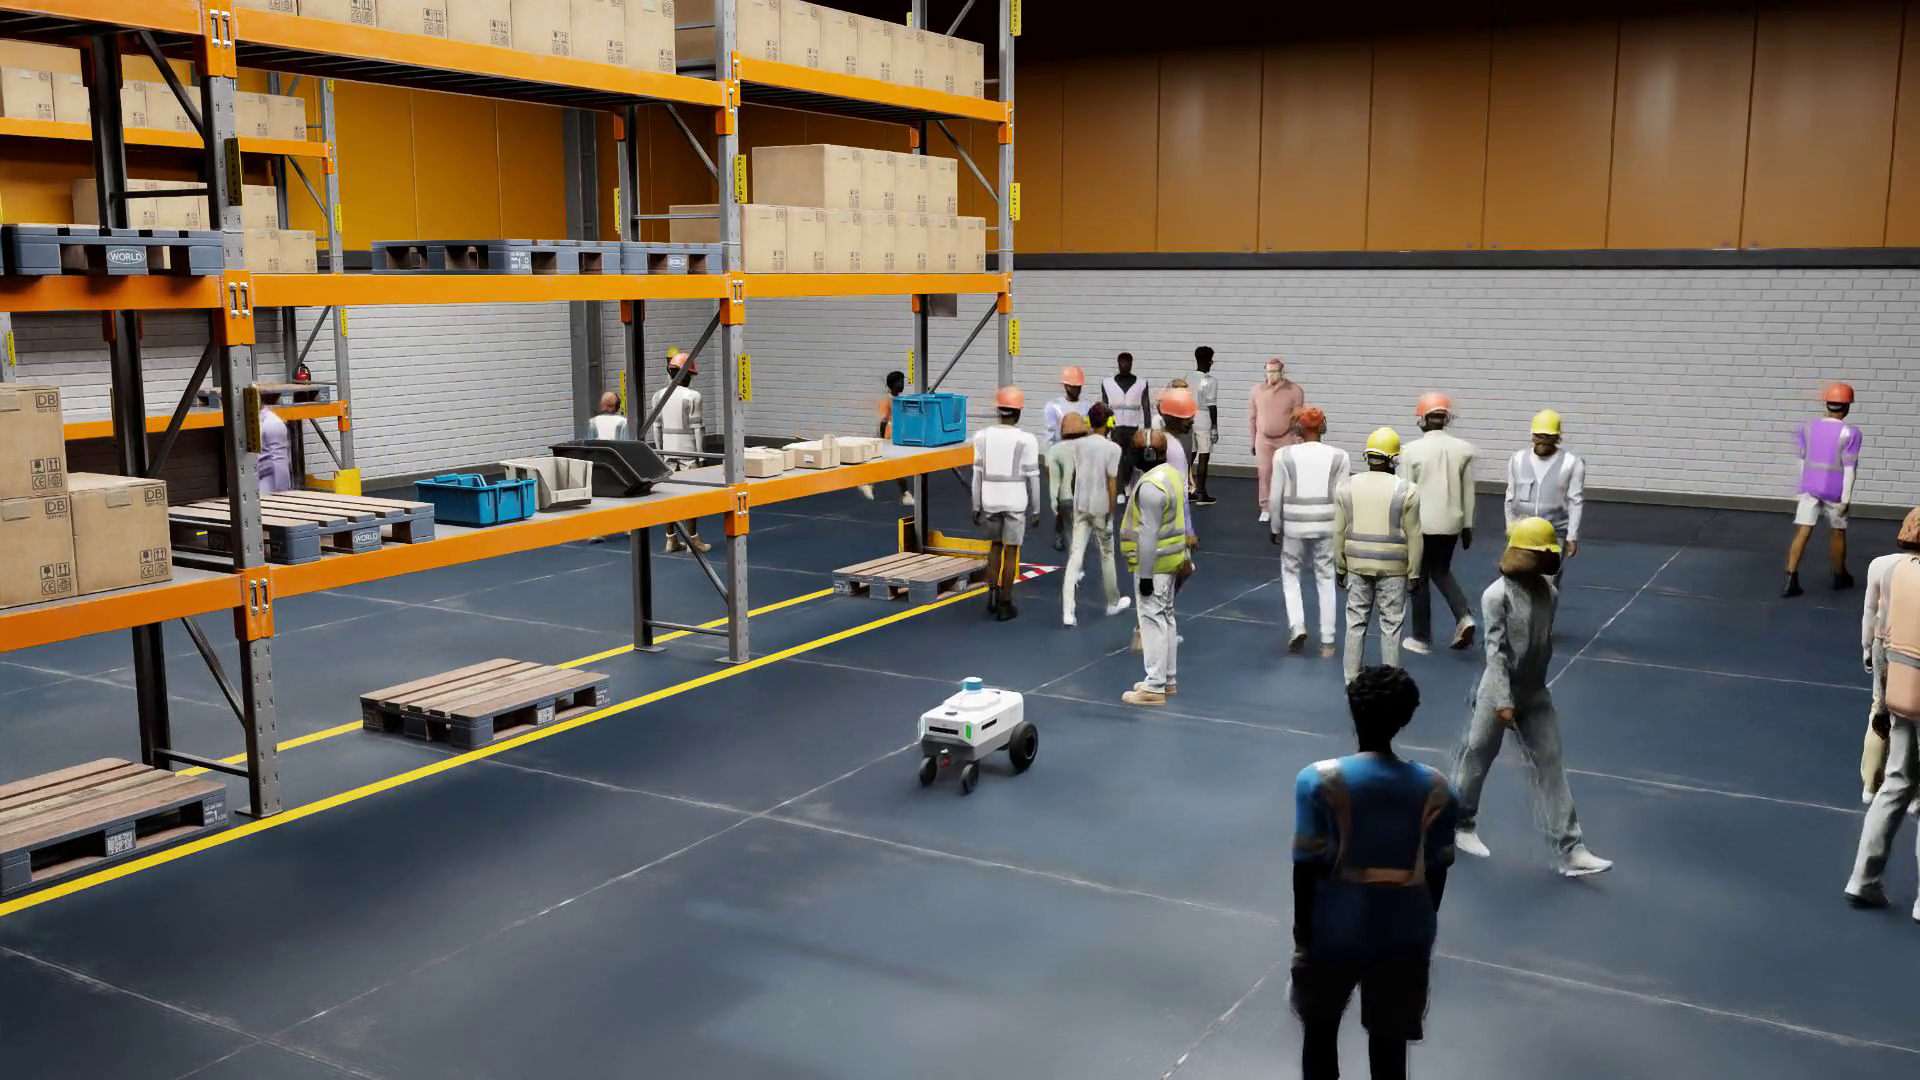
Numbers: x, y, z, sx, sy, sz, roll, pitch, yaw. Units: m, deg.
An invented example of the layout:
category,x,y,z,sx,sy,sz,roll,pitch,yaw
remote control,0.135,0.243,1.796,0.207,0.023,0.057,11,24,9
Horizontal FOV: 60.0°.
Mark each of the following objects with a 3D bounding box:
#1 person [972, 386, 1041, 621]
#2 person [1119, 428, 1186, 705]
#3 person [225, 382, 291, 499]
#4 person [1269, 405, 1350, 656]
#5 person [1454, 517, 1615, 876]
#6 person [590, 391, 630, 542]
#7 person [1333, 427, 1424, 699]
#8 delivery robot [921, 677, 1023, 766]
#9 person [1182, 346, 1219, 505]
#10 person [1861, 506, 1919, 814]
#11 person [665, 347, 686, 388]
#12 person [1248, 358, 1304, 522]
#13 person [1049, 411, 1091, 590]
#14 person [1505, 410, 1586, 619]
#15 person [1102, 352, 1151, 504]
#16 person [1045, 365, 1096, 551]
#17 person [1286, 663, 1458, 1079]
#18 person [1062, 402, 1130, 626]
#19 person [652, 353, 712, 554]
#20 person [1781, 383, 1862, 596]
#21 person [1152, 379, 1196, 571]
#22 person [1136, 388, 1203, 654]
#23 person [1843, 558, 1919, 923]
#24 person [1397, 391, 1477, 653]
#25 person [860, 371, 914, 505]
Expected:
category,x,y,z,sx,sy,sz,roll,pitch,yaw
person,0.391,-0.299,13.665,0.566,1.916,0.496,4,10,22
person,1.269,0.171,11.019,0.431,1.835,0.627,3,10,17
person,-6.253,-0.455,14.736,0.648,1.890,0.626,8,12,39
person,2.612,-0.072,12.401,0.598,1.862,0.449,1,9,3
person,2.679,0.742,7.869,0.493,1.698,0.901,-4,10,-25
person,-3.712,-0.784,17.697,0.532,1.592,0.855,3,10,17
person,2.770,0.170,11.006,0.599,1.832,0.404,6,11,31
delivery robot,0.072,1.020,9.384,0.477,0.478,0.707,5,10,28
person,2.964,-1.415,20.520,0.376,1.957,0.606,-6,11,-33
person,5.028,0.628,8.796,0.277,1.628,0.500,-7,11,-37
person,-4.167,-1.938,24.377,0.312,1.768,0.529,2,9,12
person,3.641,-1.166,19.180,0.650,1.885,0.651,3,10,18
person,1.042,-0.371,15.105,0.505,1.595,0.825,3,10,17
person,4.402,-0.078,12.598,0.593,1.814,0.473,5,11,30
person,2.079,-1.432,20.896,0.609,1.881,0.961,0,9,1
person,1.155,-0.811,16.863,0.564,1.918,0.444,-2,9,-15
person,1.248,1.209,5.071,0.547,1.643,0.710,-1,9,-5
person,1.073,-0.217,13.530,0.538,1.807,1.018,6,11,32
person,-2.812,-0.871,16.880,0.605,2.034,0.391,5,10,27
person,7.653,-0.443,14.705,1.017,1.891,0.562,-7,12,-38
person,2.038,-0.599,15.768,0.508,1.847,0.345,-8,12,-42
person,1.561,-0.124,12.278,0.544,2.011,0.601,0,9,0
person,4.216,0.741,7.286,0.517,1.946,0.627,-2,9,-11
person,3.548,-0.110,12.340,0.623,1.969,0.622,-3,9,-16
person,-0.874,-1.265,20.514,0.854,1.663,0.531,4,10,23
